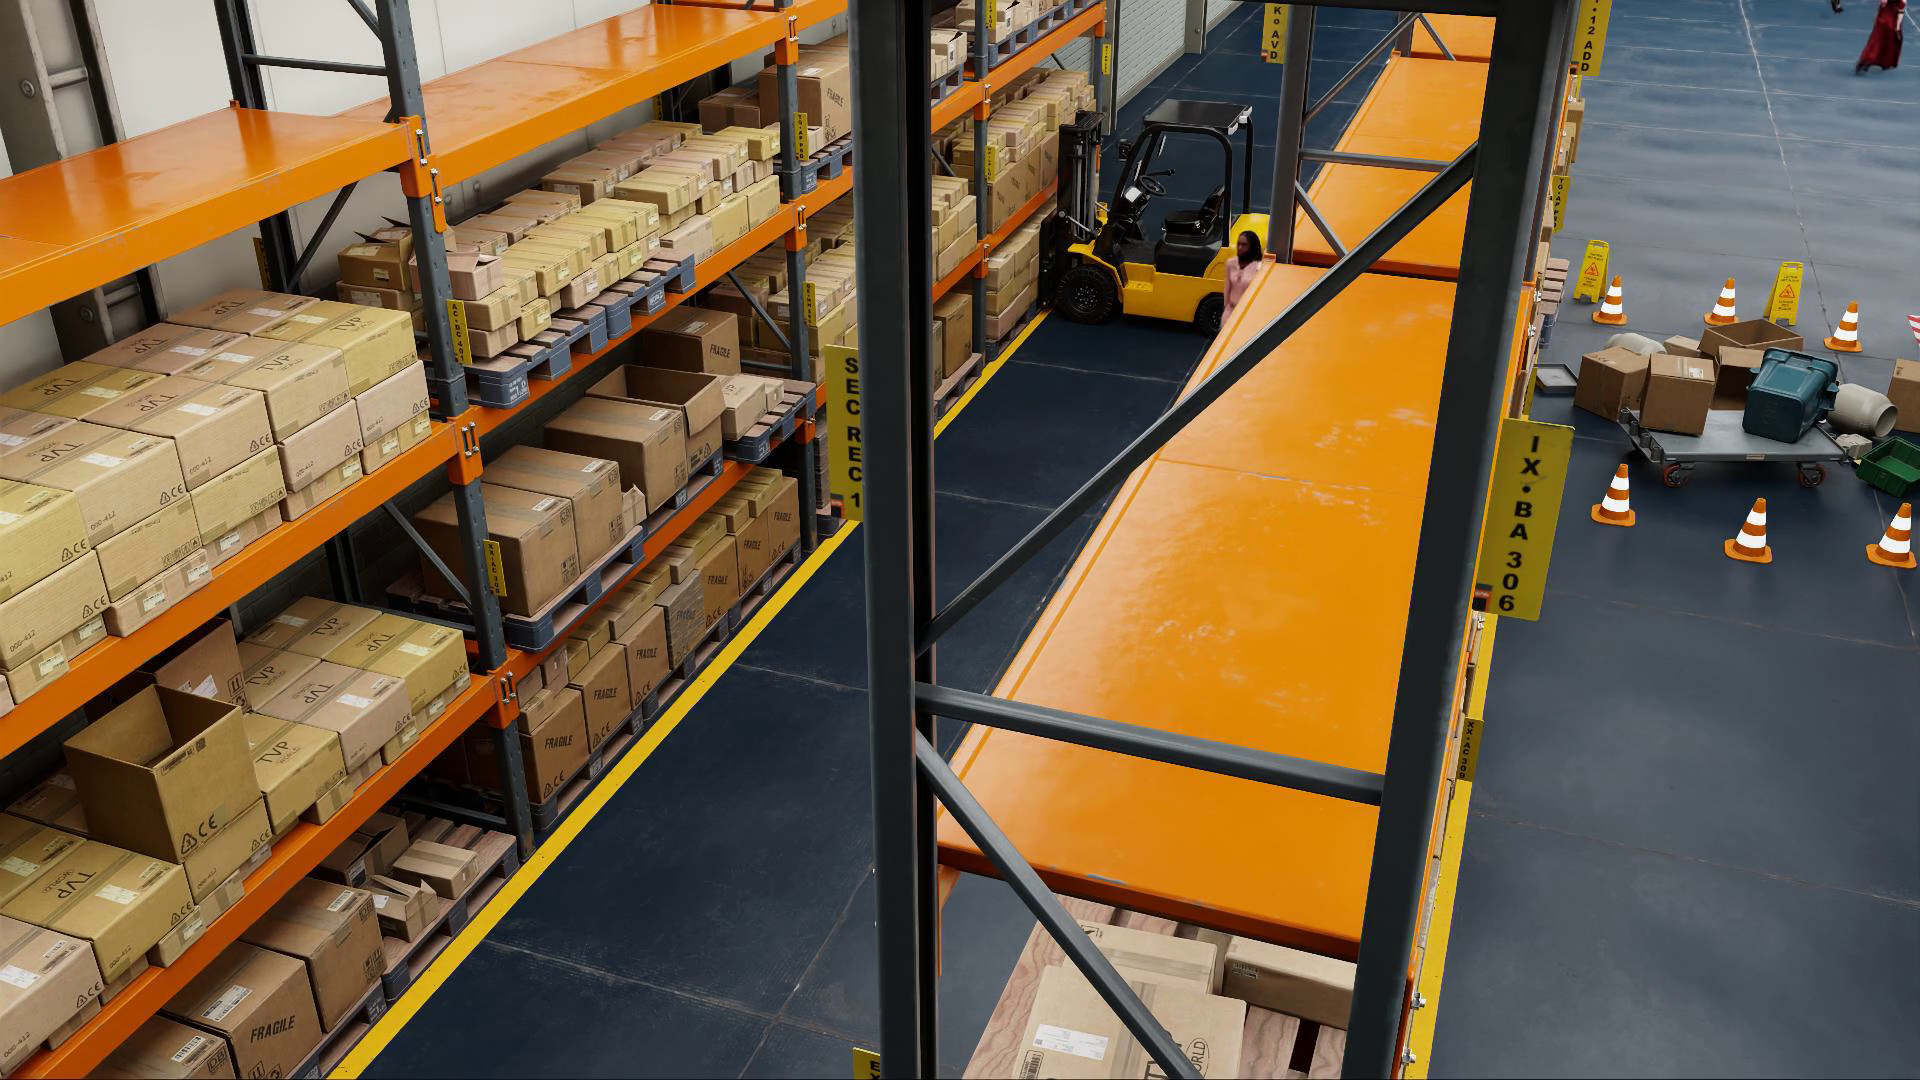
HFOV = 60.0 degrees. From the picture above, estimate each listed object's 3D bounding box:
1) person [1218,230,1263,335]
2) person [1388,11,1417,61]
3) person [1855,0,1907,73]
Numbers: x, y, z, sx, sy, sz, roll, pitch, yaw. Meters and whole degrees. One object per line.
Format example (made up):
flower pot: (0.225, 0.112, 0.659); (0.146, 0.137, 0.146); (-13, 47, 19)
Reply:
person: (2.617, -1.983, 15.085); (0.781, 1.699, 0.944); (20, 34, 32)
person: (7.325, -8.545, 27.245); (1.016, 1.849, 0.917); (-23, 36, -36)
person: (15.250, -8.503, 27.433); (1.150, 1.599, 1.035); (-16, 32, -28)
